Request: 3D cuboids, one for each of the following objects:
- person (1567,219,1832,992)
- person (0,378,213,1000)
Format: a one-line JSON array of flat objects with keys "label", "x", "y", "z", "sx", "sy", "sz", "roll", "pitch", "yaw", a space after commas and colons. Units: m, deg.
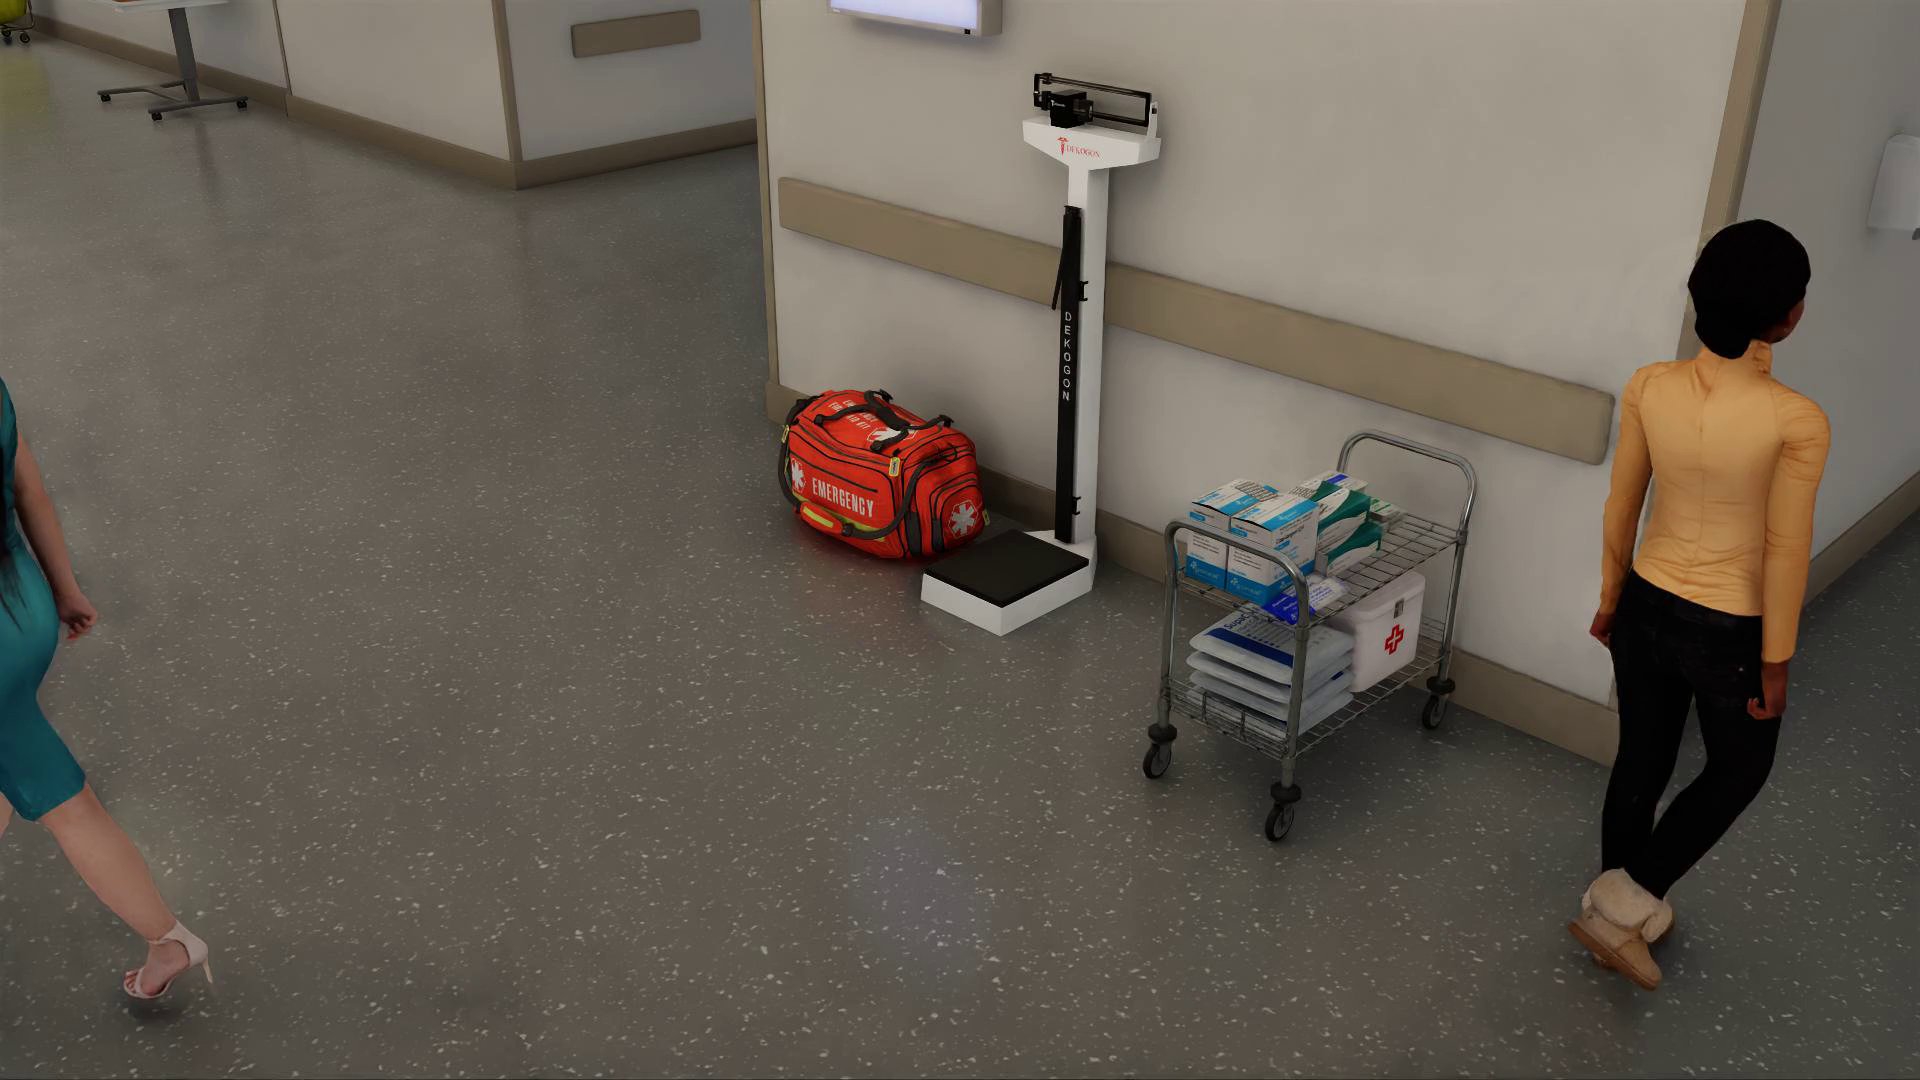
[{"label": "person", "x": 1.414, "y": 0.202, "z": 3.297, "sx": 0.710, "sy": 1.652, "sz": 0.687, "roll": -17, "pitch": 31, "yaw": -32}, {"label": "person", "x": -1.809, "y": 0.239, "z": 3.233, "sx": 1.099, "sy": 1.642, "sz": 0.964, "roll": 4, "pitch": 26, "yaw": 8}]
